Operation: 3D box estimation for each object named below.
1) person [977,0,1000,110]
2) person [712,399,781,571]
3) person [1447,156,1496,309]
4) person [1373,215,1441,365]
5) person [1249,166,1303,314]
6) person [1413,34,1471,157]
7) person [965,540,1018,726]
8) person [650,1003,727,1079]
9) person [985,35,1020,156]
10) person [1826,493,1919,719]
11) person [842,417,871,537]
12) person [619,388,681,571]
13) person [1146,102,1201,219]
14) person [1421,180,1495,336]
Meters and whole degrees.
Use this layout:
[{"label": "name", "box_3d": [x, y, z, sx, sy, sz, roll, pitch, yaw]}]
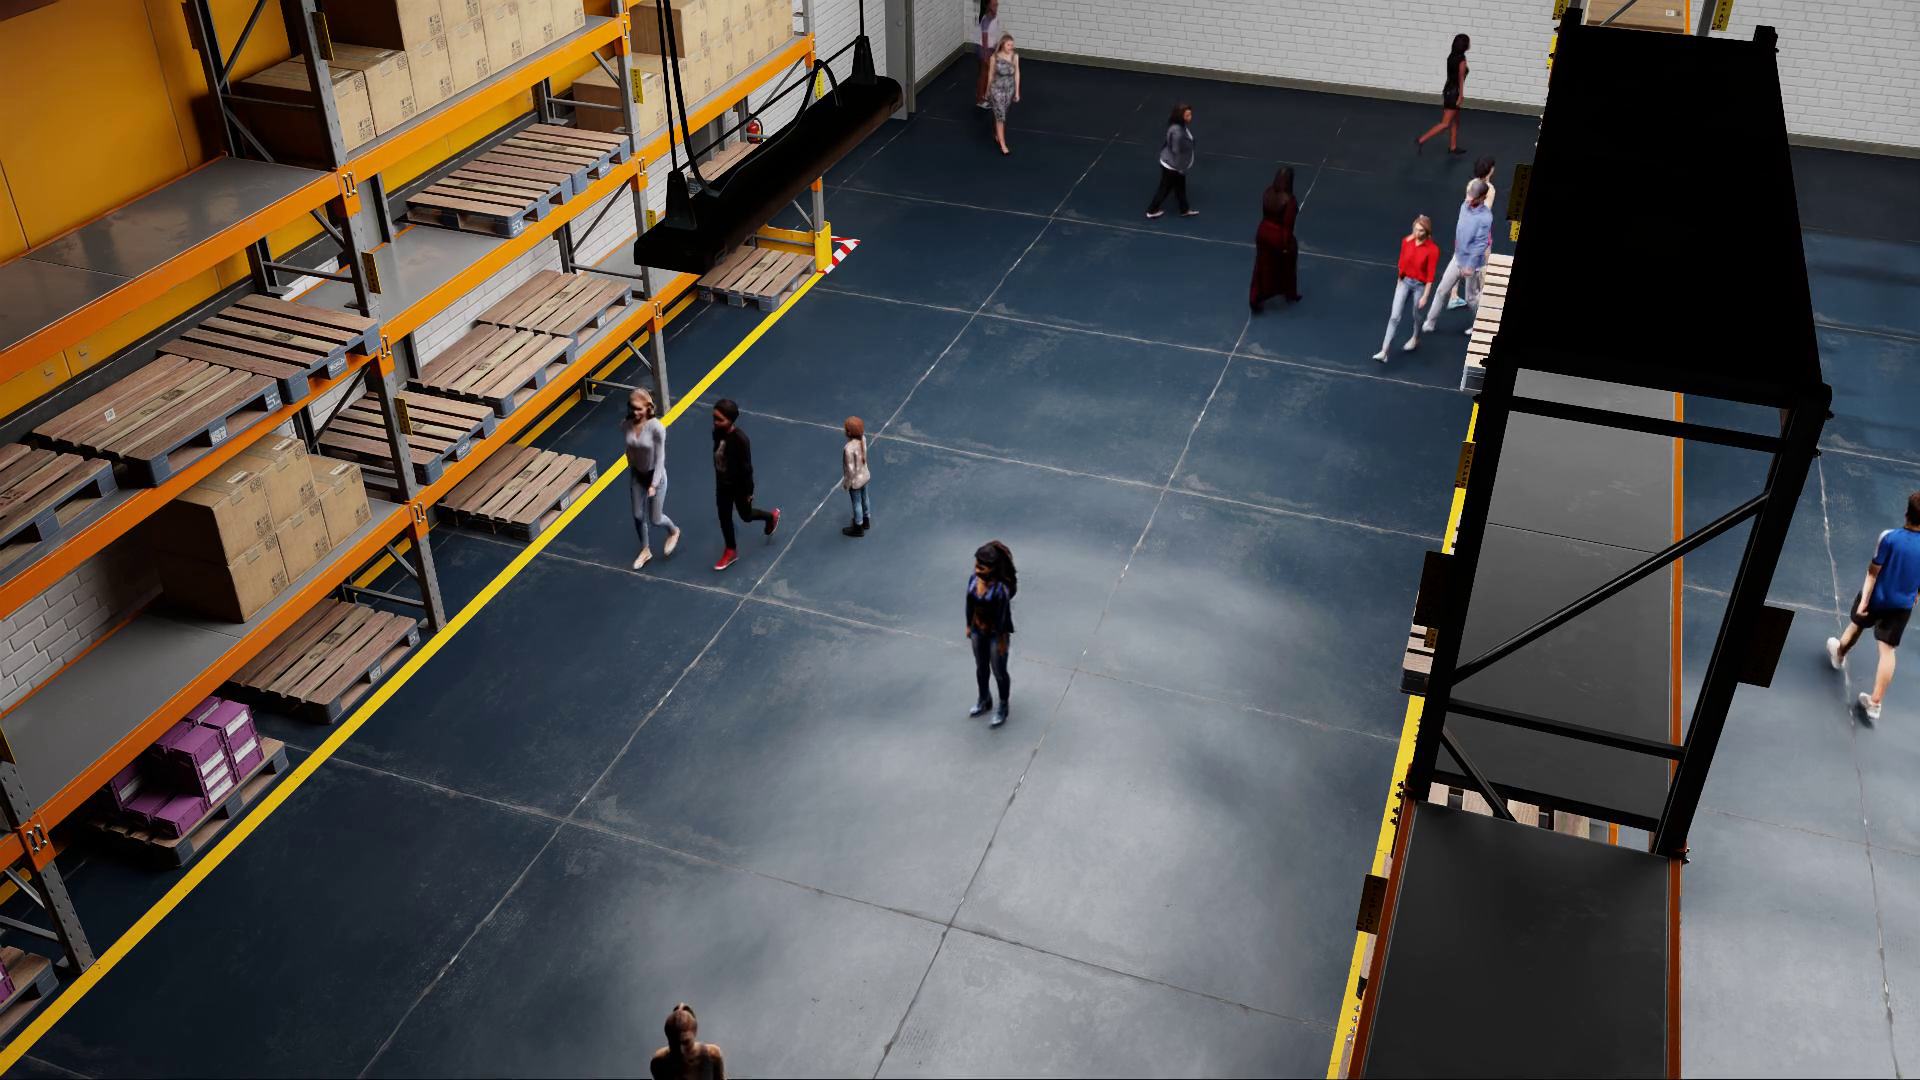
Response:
[{"label": "person", "box_3d": [0.372, -7.231, 24.625, 0.732, 1.698, 0.580, 11, 35, 17]}, {"label": "person", "box_3d": [-1.918, -0.538, 14.600, 0.778, 1.650, 1.053, 23, 40, 31]}, {"label": "person", "box_3d": [5.779, -3.472, 18.926, 1.067, 1.747, 0.974, -17, 37, -24]}, {"label": "person", "box_3d": [4.922, -2.712, 17.870, 0.889, 1.651, 1.214, 25, 41, 32]}, {"label": "person", "box_3d": [3.490, -3.339, 18.745, 1.077, 1.726, 0.955, -25, 41, -32]}, {"label": "person", "box_3d": [6.690, -6.072, 22.863, 0.988, 1.719, 1.112, -4, 34, -6]}, {"label": "person", "box_3d": [0.232, 0.707, 12.753, 0.686, 1.621, 0.672, 26, 42, 34]}, {"label": "person", "box_3d": [-1.429, 3.121, 9.073, 0.936, 1.675, 1.140, -6, 34, -9]}, {"label": "person", "box_3d": [0.552, -6.249, 23.182, 0.998, 1.660, 1.157, -6, 34, -9]}, {"label": "person", "box_3d": [7.211, 0.521, 12.858, 0.845, 1.813, 1.301, 4, 34, 7]}, {"label": "person", "box_3d": [-0.934, -0.585, 15.083, 0.567, 1.194, 0.433, 16, 37, 23]}, {"label": "person", "box_3d": [-2.669, -0.554, 14.509, 0.620, 1.776, 0.813, 17, 37, 24]}, {"label": "person", "box_3d": [2.641, -4.796, 21.089, 0.854, 1.557, 0.906, 0, 34, 1]}, {"label": "person", "box_3d": [5.643, -3.060, 18.219, 1.152, 1.844, 1.099, -12, 35, -17]}]
